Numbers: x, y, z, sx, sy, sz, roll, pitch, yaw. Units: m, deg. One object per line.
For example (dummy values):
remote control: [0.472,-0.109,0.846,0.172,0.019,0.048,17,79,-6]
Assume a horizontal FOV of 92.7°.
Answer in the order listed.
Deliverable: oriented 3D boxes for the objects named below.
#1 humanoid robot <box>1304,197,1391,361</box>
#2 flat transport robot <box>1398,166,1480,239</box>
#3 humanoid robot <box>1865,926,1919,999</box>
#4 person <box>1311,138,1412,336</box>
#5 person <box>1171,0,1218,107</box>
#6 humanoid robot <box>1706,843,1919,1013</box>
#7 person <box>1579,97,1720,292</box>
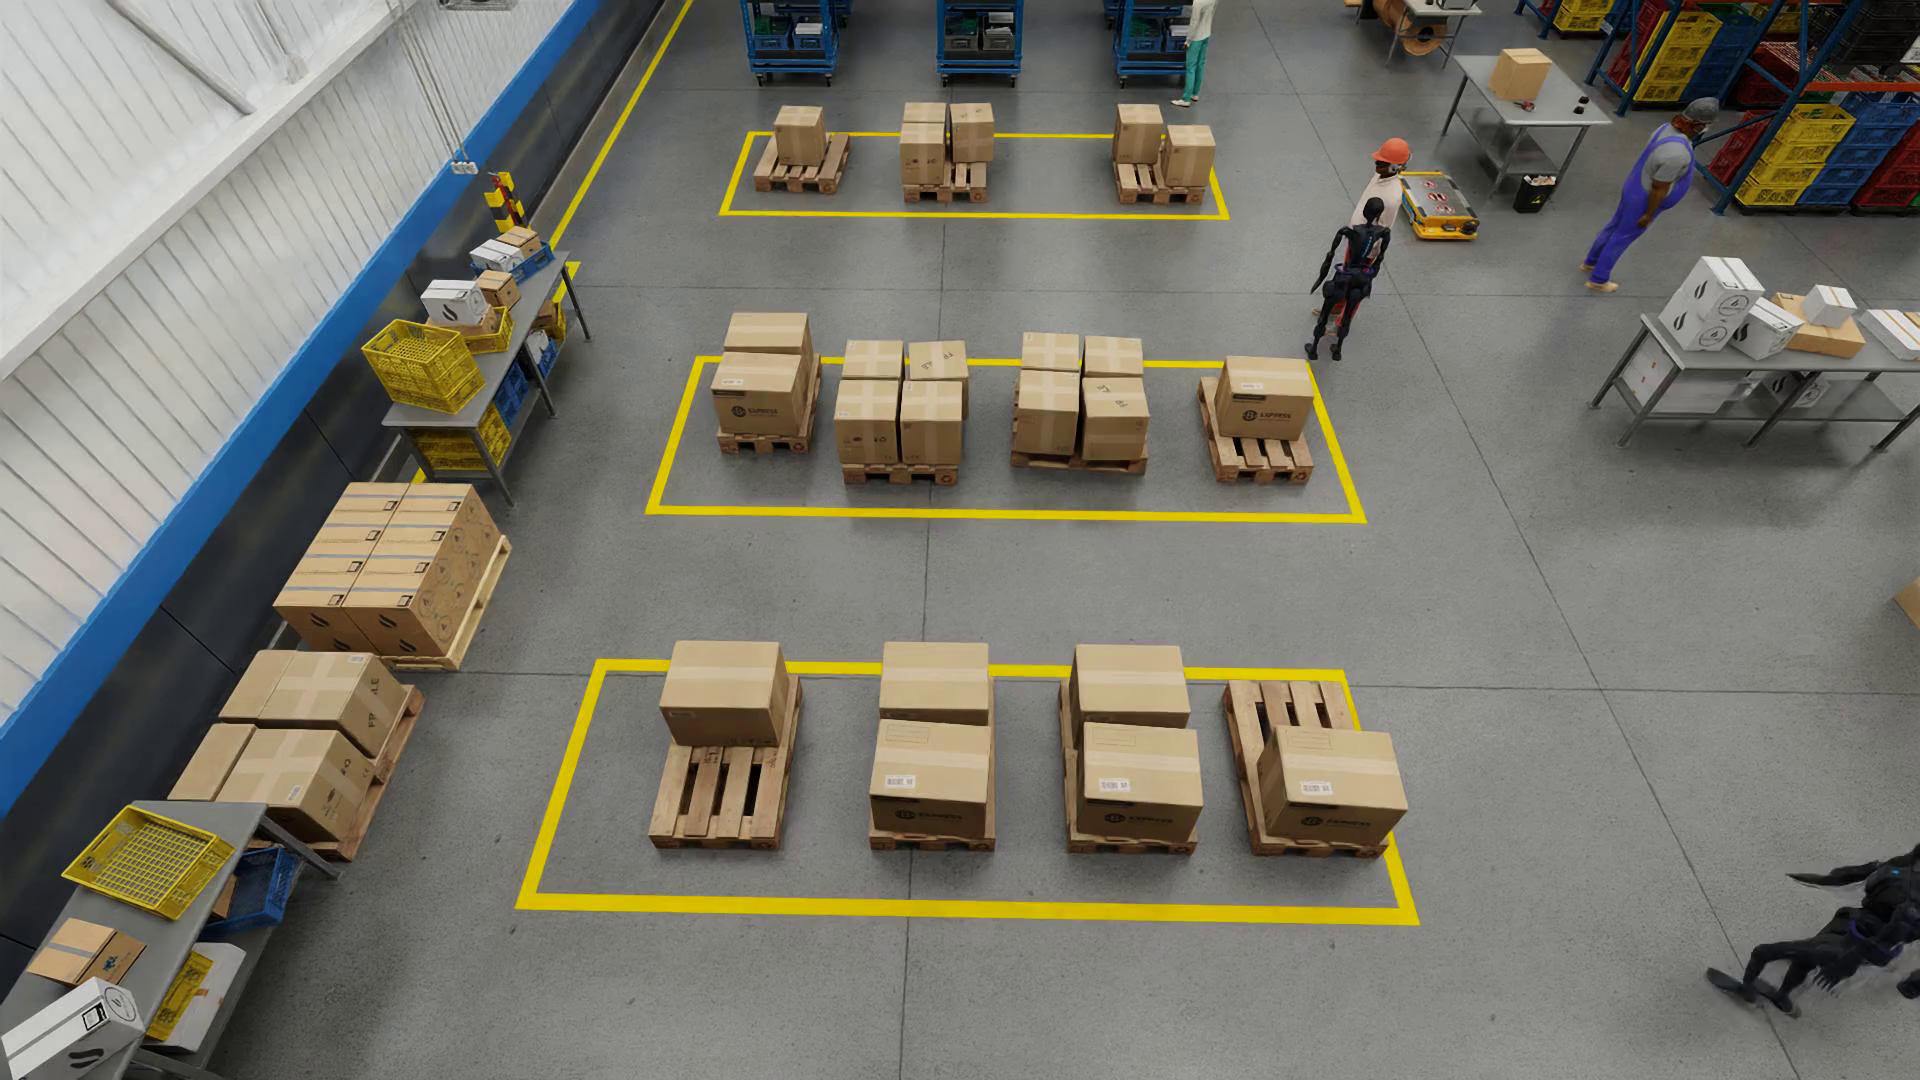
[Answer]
humanoid robot: [3.693,-2.475,8.743,0.564,1.651,0.351,-1,49,-1]
flat transport robot: [5.692,-4.094,11.059,0.652,0.197,1.431,1,49,1]
humanoid robot: [5.599,2.000,4.868,0.333,1.647,0.570,-24,53,-19]
person: [3.923,-2.917,8.917,0.376,1.995,0.610,2,49,2]
person: [3.223,-6.843,12.465,0.312,1.768,0.526,34,57,26]
humanoid robot: [4.674,2.042,4.848,0.544,1.629,0.589,-31,56,-24]
person: [7.100,-3.531,9.419,0.536,2.000,0.679,13,50,11]
